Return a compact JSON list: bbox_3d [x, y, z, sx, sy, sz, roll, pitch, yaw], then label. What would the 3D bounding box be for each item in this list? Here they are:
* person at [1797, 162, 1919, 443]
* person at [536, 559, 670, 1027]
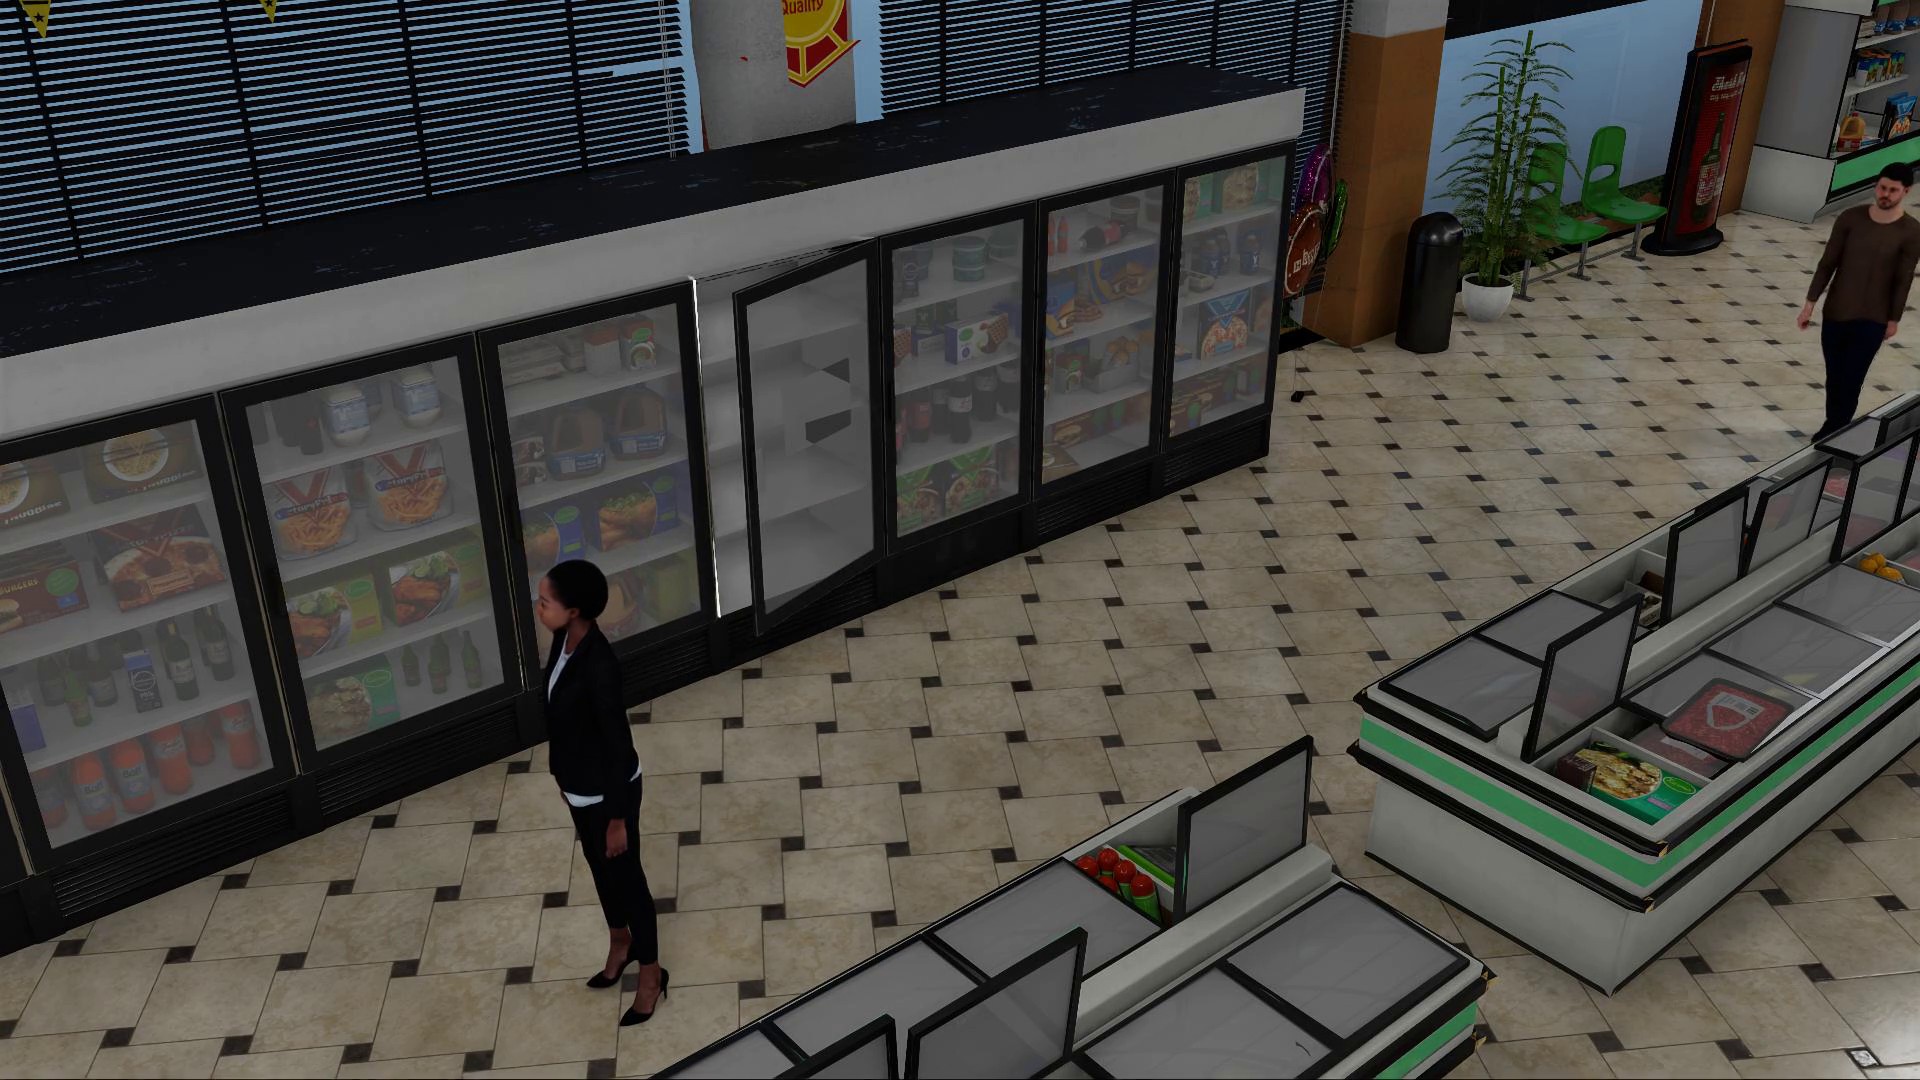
[{"bbox_3d":[5.506,-1.386,10.168,1.112,1.838,0.675,-21,34,-36],"label":"person"},{"bbox_3d":[-1.227,0.880,5.703,0.555,1.835,0.627,-17,31,-30],"label":"person"}]
